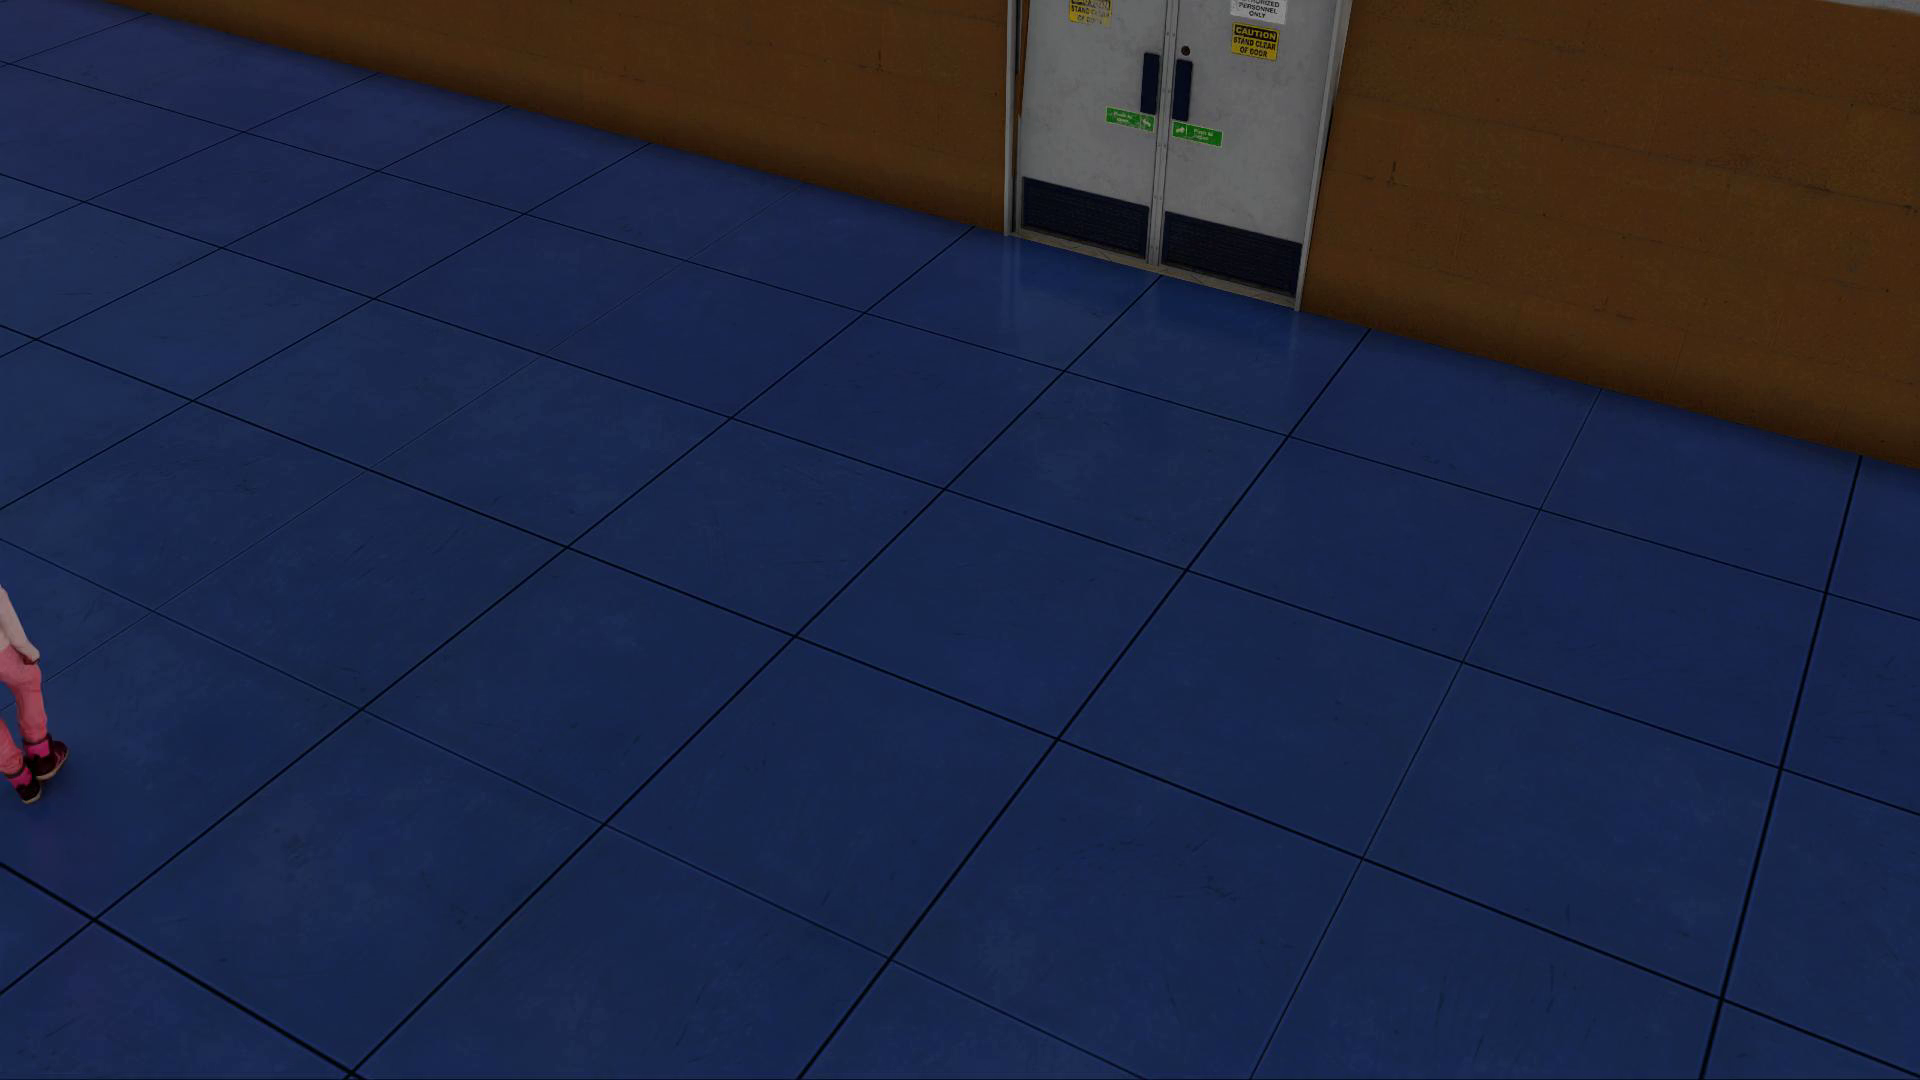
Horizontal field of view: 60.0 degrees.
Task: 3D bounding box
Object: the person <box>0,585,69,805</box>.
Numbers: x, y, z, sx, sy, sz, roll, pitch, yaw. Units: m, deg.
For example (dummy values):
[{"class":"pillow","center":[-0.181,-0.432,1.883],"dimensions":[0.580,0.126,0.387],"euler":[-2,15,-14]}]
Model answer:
[{"class":"person","center":[-3.738,0.451,6.290],"dimensions":[0.637,1.442,0.718],"euler":[-14,39,-17]}]
